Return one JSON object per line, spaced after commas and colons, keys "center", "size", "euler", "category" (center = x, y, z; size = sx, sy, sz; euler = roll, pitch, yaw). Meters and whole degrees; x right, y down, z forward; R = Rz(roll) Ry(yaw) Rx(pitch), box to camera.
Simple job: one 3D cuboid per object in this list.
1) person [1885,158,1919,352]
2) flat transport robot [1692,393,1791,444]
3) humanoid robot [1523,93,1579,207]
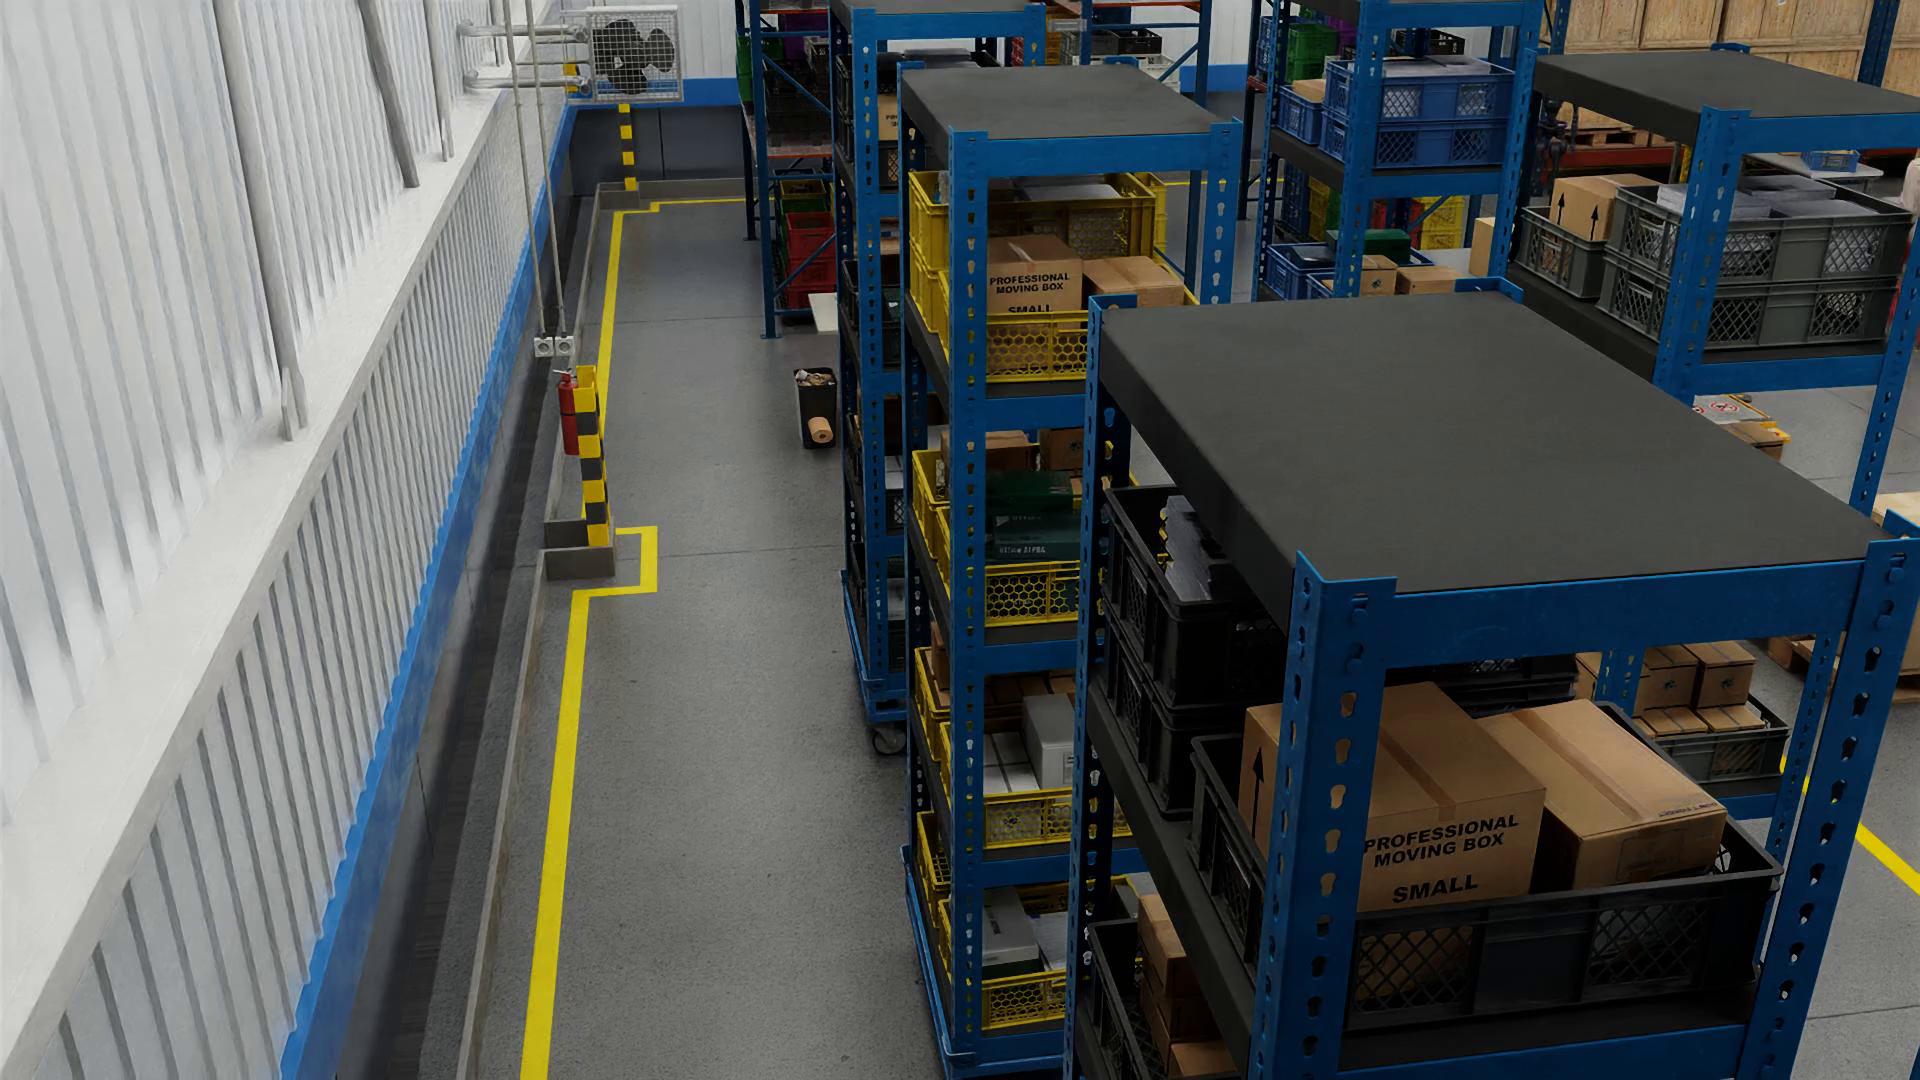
{"center": [7.985, -2.543, 13.778], "size": [0.614, 1.980, 0.470], "euler": [0, 25, -1], "category": "person"}
{"center": [5.224, -0.859, 12.132], "size": [1.431, 0.197, 0.652], "euler": [-4, 25, -8], "category": "flat transport robot"}
{"center": [6.404, -4.345, 18.054], "size": [0.599, 1.647, 0.326], "euler": [9, 26, 19], "category": "humanoid robot"}
